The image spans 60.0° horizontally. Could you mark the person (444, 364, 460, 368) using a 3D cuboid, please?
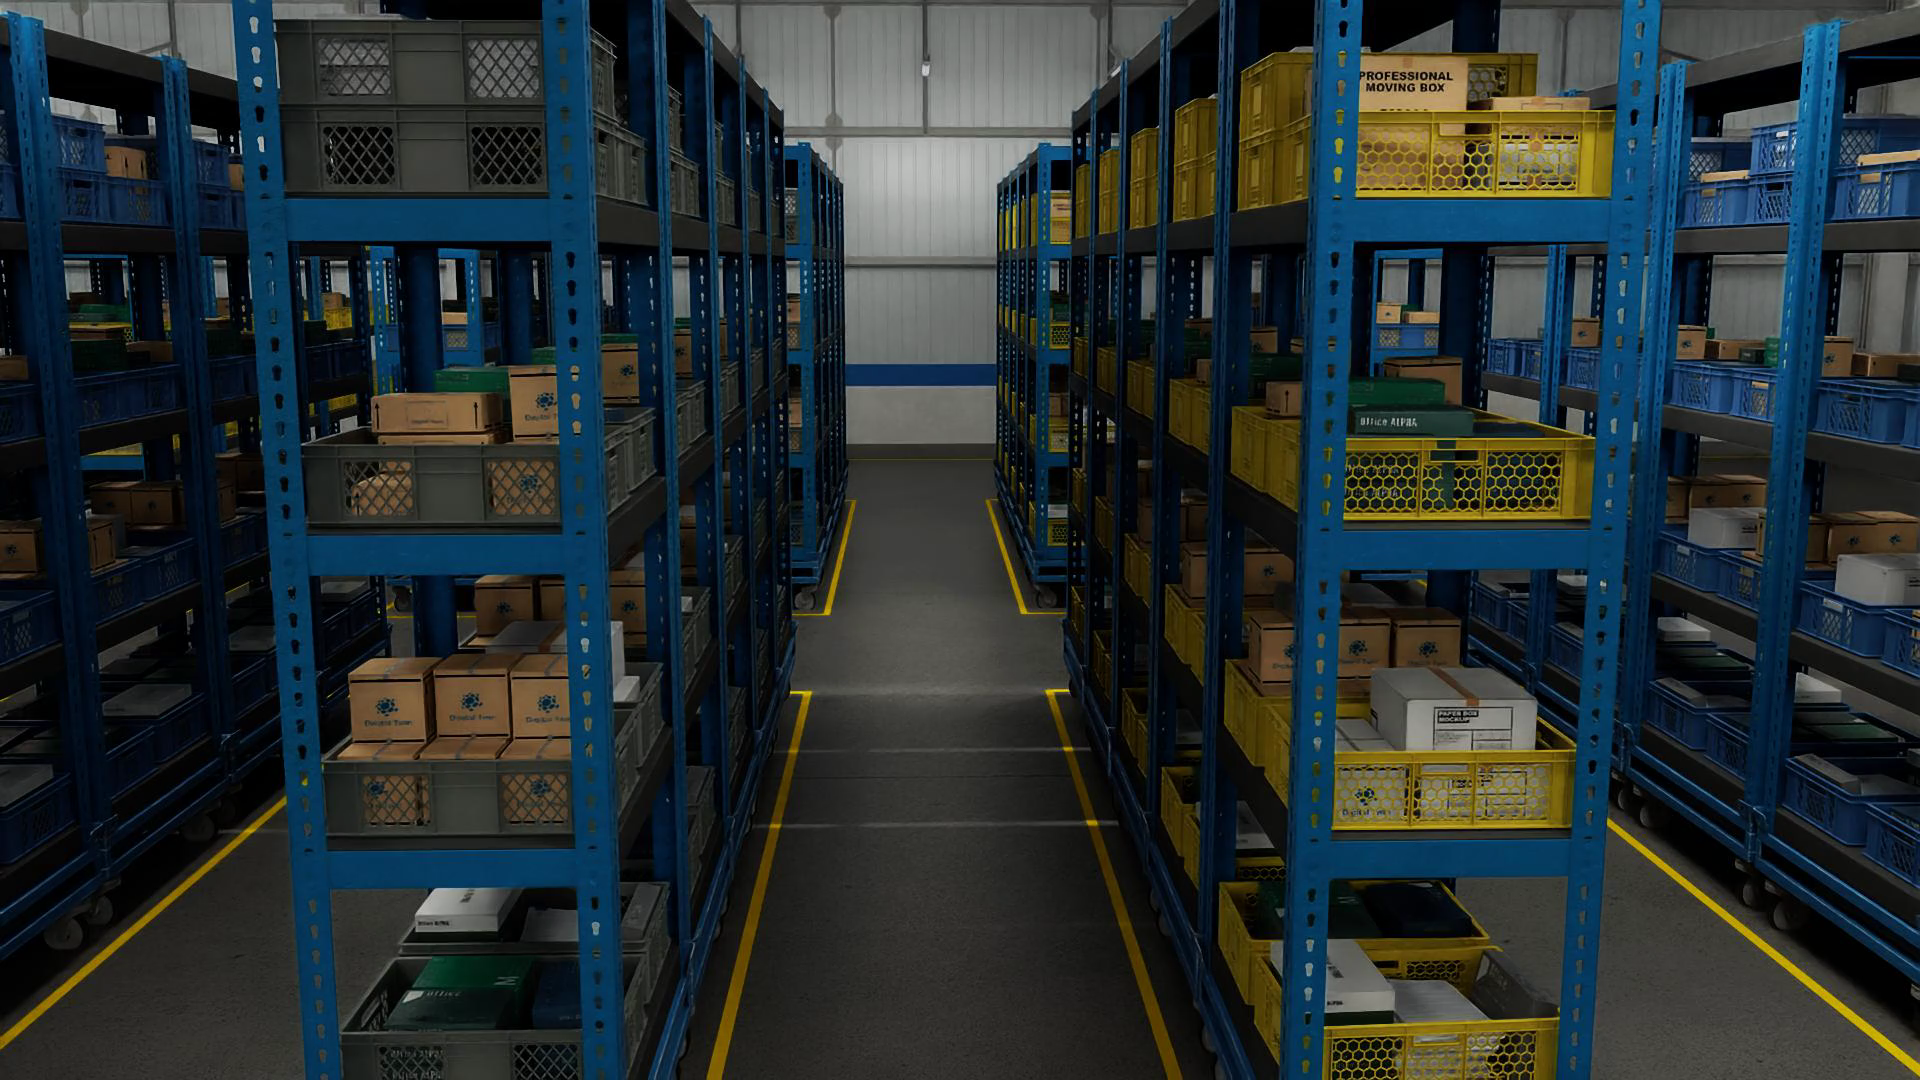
[{"bbox_3d":[-6.227,-1.602,20.686,0.933,1.792,0.600,-2,10,-13],"label":"person"}]
